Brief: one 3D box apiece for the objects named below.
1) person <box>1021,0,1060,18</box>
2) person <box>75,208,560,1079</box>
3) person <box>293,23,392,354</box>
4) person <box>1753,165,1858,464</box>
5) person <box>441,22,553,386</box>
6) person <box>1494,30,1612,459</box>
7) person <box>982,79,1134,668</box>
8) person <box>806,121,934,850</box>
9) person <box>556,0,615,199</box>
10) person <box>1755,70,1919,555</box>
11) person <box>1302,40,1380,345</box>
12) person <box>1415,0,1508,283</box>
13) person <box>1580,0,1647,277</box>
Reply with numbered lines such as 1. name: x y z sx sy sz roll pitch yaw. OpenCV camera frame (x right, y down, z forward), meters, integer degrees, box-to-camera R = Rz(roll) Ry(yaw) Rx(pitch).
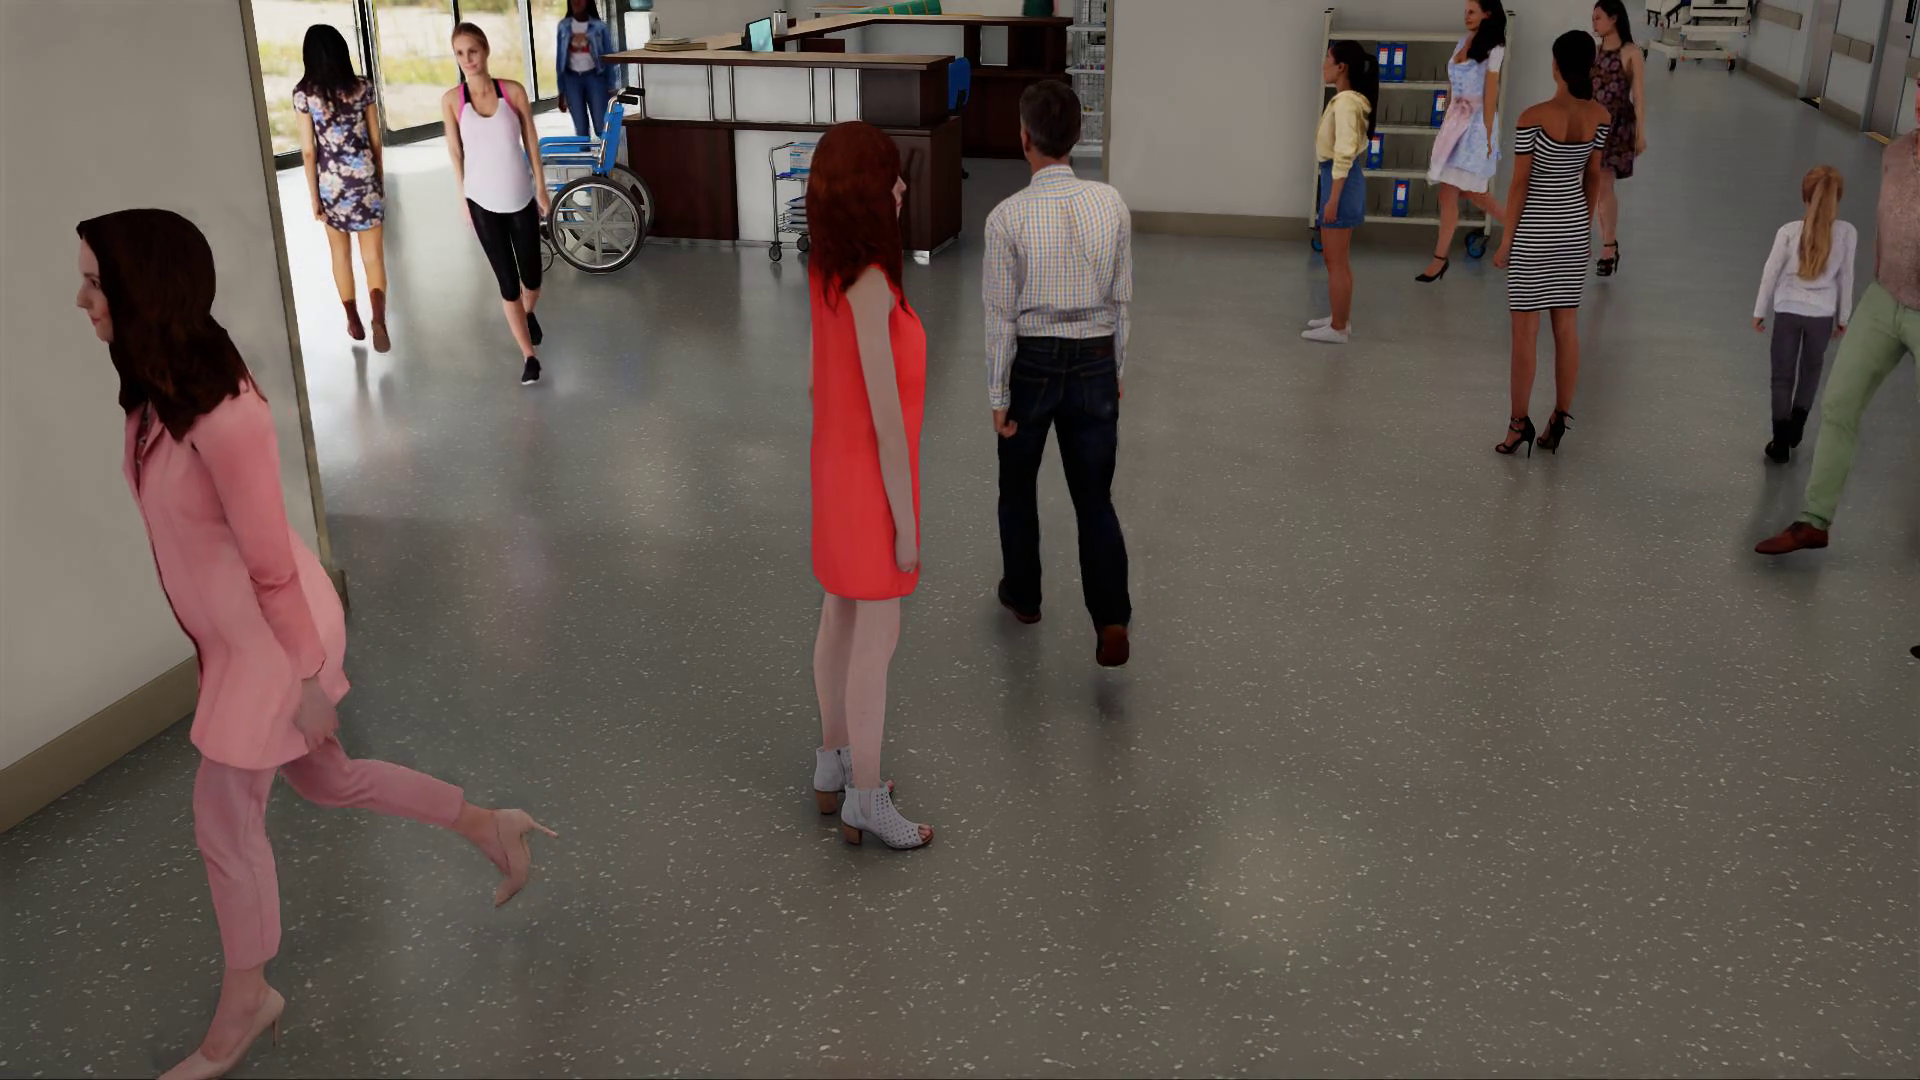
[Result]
1. person: 1.024 -6.497 21.037 1.188 1.804 1.039 17 26 37
2. person: -1.306 0.222 3.356 1.124 1.762 1.155 -15 26 -35
3. person: -3.228 -1.825 8.845 1.079 1.703 1.053 -8 22 -20
4. person: 3.634 -0.945 7.140 0.584 1.264 0.586 6 22 16
5. person: -2.303 -1.681 8.388 0.958 1.757 0.946 -6 22 -16
6. person: 2.552 -1.262 7.189 0.625 1.822 0.742 -5 21 -13
7. person: 0.336 -0.475 5.154 1.178 1.791 1.040 -4 21 -10
8. person: -0.247 -0.105 4.127 0.699 1.827 0.670 -8 22 -21
9. person: -3.118 -3.754 13.944 0.764 1.699 0.764 0 21 1
10. person: 3.487 -0.789 5.939 1.235 1.823 1.099 -8 22 -21
11. person: 2.102 -1.914 9.181 0.552 1.630 0.656 7 22 19
12. person: 3.303 -2.529 10.581 1.177 1.789 0.999 -6 22 -16
13. person: 4.233 -2.589 10.798 0.884 1.748 0.817 -18 27 -39
